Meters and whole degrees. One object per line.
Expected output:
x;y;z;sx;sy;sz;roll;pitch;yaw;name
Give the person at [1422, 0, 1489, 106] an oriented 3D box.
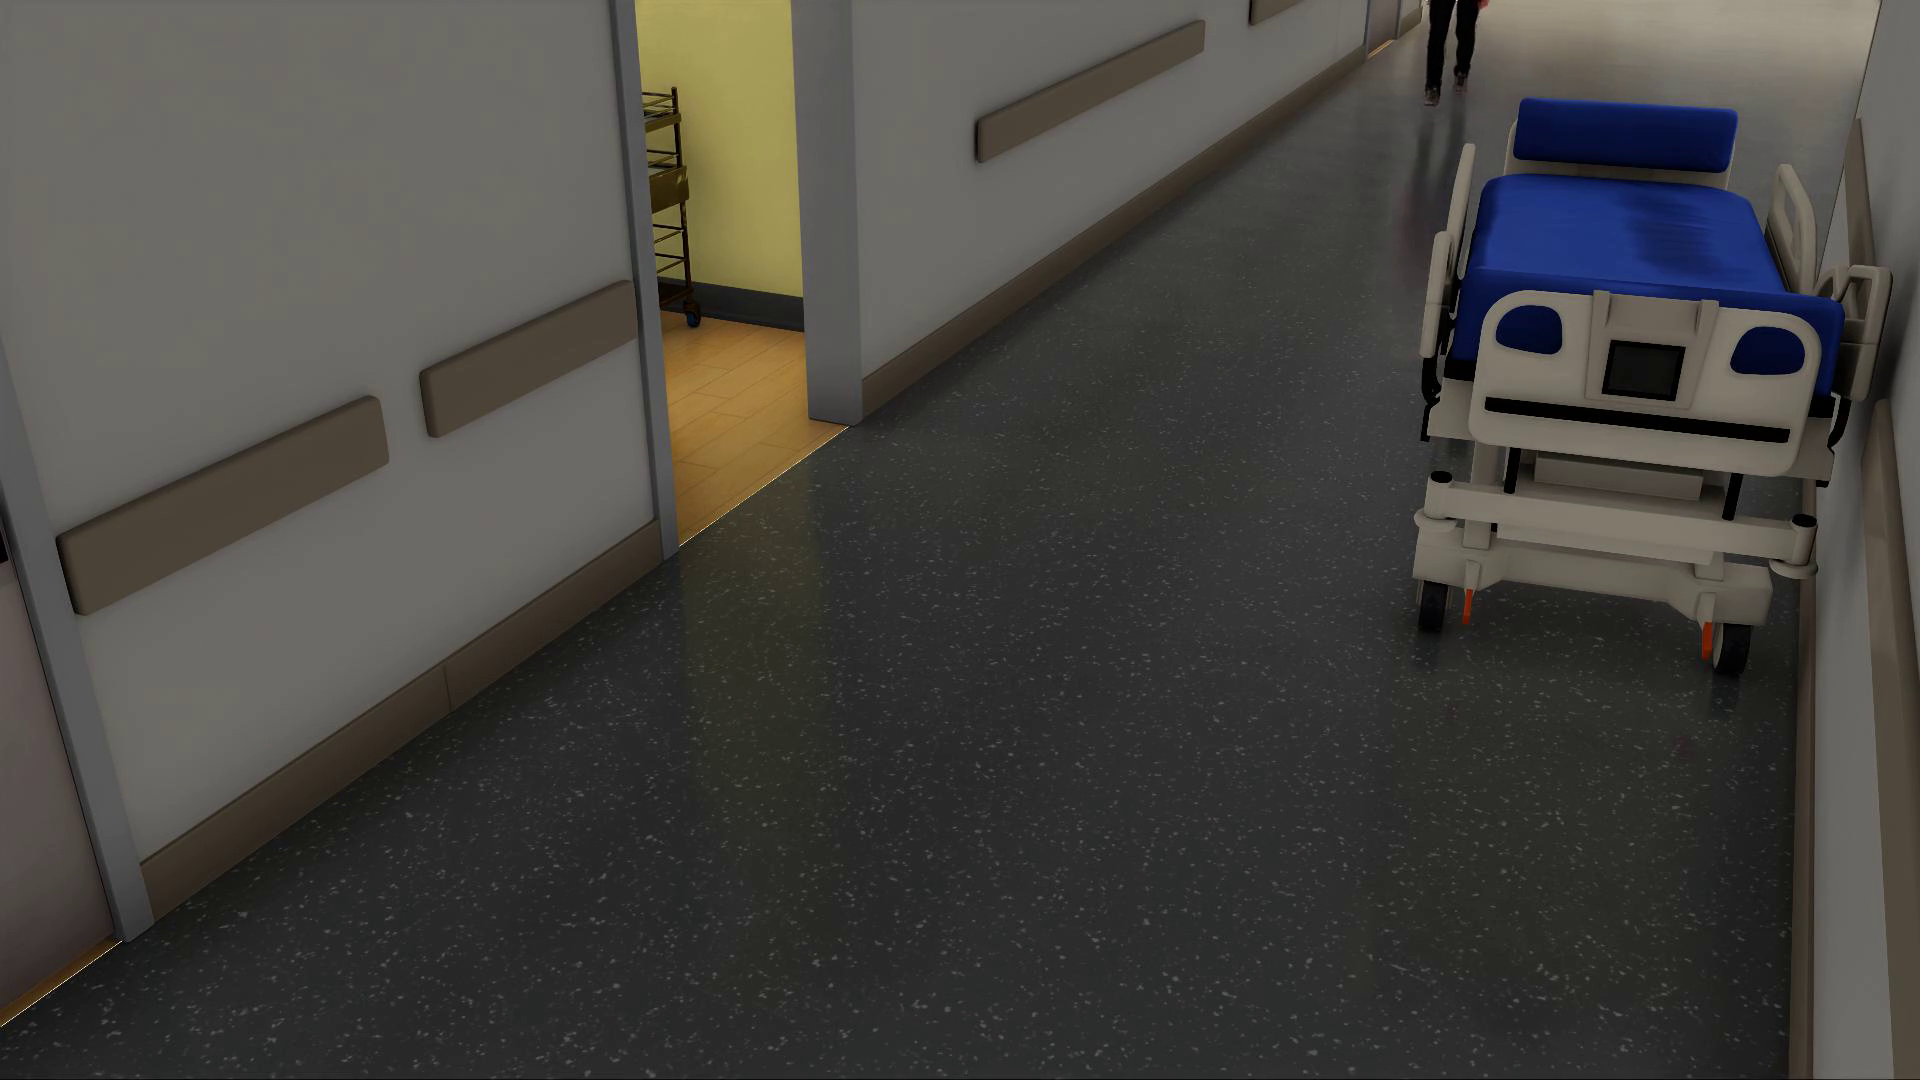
3.687;-4.072;12.213;1.153;1.708;0.767;10;27;19;person
